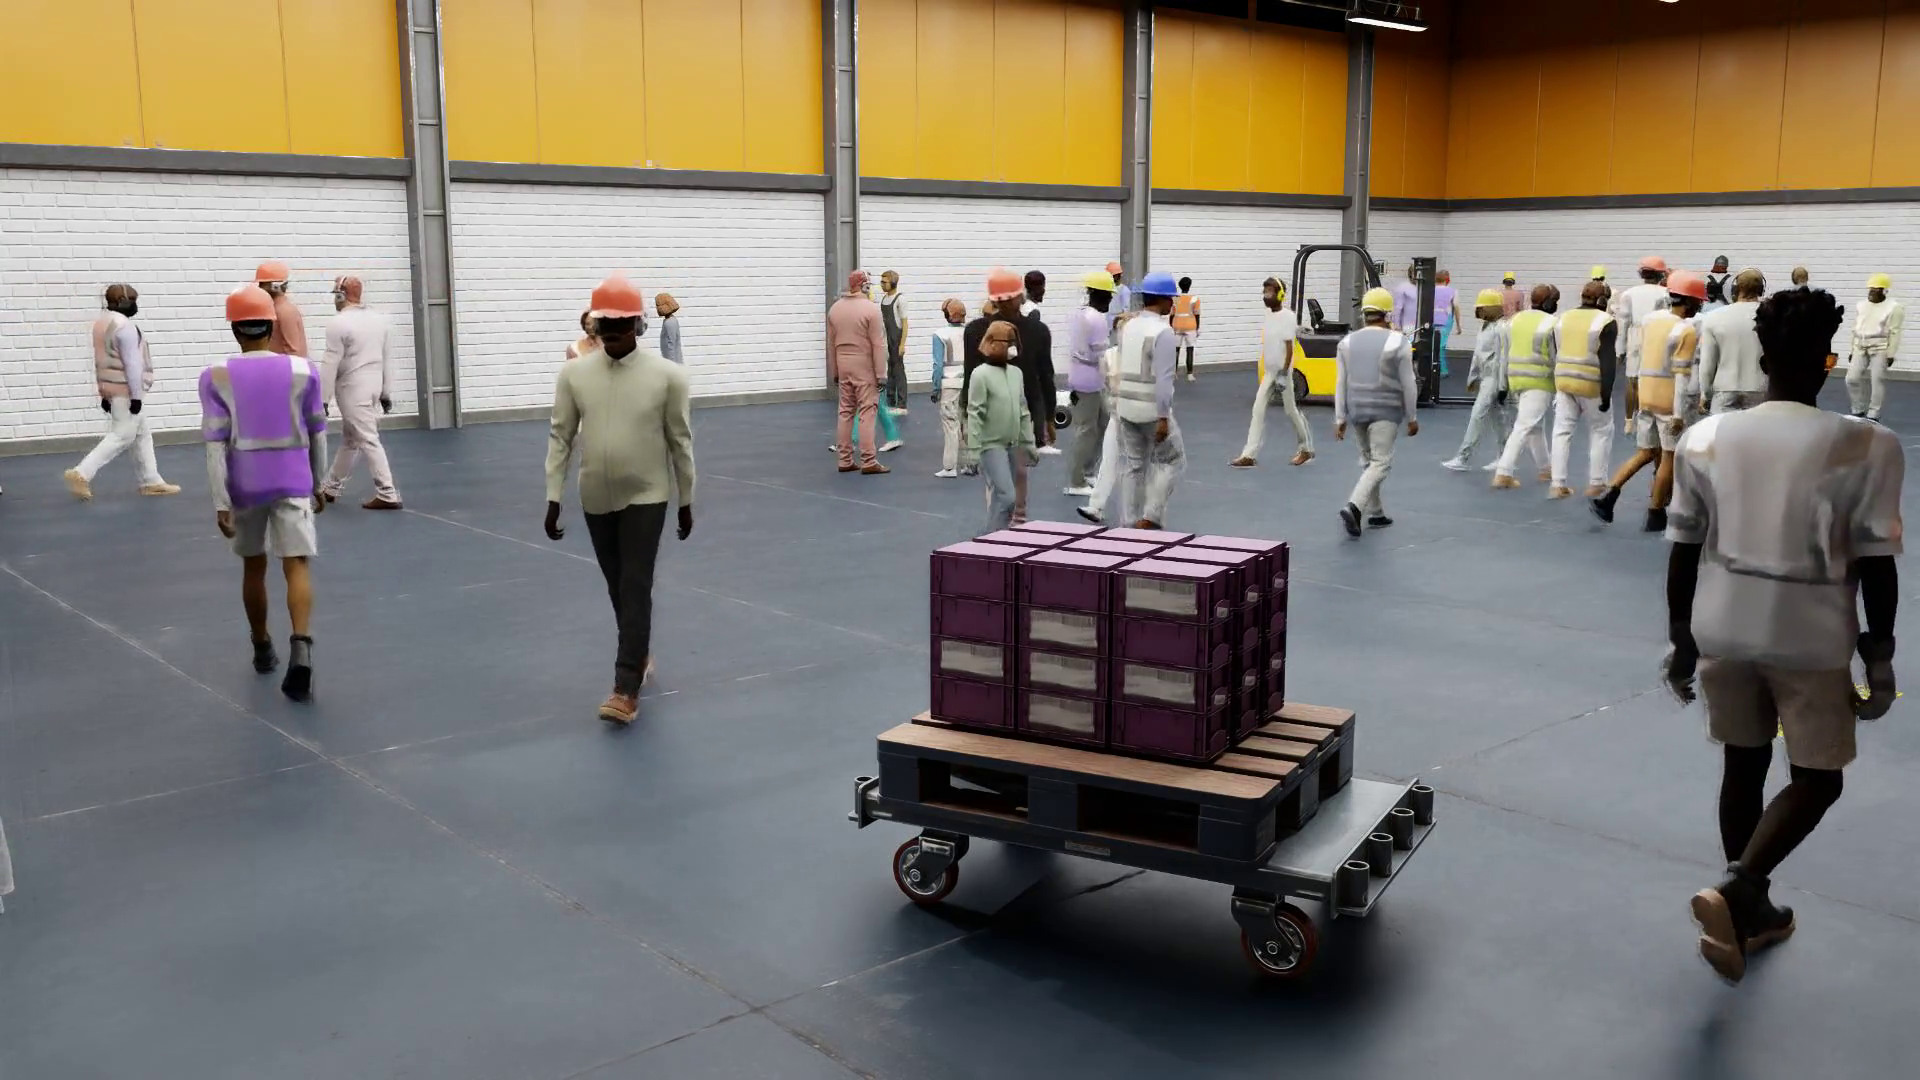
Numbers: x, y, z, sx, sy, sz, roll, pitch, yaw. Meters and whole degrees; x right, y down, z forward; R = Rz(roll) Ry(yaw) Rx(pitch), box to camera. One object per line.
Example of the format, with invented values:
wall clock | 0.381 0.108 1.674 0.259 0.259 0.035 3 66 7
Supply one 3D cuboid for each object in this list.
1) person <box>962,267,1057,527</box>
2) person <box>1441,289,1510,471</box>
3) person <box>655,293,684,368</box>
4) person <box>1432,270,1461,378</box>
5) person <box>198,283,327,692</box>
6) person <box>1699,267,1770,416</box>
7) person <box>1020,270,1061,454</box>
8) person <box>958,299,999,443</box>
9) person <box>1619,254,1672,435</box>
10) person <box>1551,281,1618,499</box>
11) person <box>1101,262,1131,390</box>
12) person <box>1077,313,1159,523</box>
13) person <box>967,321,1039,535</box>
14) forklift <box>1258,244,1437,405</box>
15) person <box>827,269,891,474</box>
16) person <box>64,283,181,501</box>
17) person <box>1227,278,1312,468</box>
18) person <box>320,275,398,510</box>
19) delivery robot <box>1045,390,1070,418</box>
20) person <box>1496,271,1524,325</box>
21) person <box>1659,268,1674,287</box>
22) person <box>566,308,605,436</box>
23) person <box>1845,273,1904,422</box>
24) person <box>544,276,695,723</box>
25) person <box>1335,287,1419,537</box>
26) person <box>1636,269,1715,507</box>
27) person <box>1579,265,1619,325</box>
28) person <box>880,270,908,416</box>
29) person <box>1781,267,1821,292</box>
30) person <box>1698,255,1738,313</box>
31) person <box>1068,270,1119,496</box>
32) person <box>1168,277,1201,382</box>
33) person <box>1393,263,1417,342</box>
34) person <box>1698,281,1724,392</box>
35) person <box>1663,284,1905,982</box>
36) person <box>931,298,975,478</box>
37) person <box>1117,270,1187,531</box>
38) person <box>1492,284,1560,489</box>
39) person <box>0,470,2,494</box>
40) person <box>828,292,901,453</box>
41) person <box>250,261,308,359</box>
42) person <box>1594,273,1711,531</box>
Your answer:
person | 0.331 -0.817 11.005 0.672 1.940 0.829 -2 10 -11
person | 4.870 -1.486 15.609 0.834 1.699 0.520 -1 10 -3
person | -3.176 -1.899 18.293 0.311 1.624 0.493 -1 10 -8
person | 7.889 -3.534 27.377 0.961 1.805 0.568 -9 13 -43
person | -3.243 -0.247 7.815 0.545 1.907 0.909 -4 11 -24
person | 5.994 -1.114 12.764 0.630 1.940 0.372 4 11 23
person | 0.607 -1.794 16.879 0.793 1.886 0.609 -3 10 -17
person | 0.265 -1.764 17.535 0.617 1.608 0.503 -4 10 -22
person | 7.733 -2.180 18.696 0.615 2.041 0.385 10 14 44
person | 5.221 -1.247 13.890 0.632 1.812 0.654 -6 12 -33
person | 2.315 -3.183 24.909 0.384 1.927 0.543 -5 11 -26
person | 1.251 -0.909 12.567 0.542 1.591 0.878 8 13 40
person | 0.306 -0.544 10.343 0.510 1.616 0.528 7 12 34
forklift | 5.256 -2.933 22.661 2.313 2.155 1.214 3 10 16
person | -0.923 -1.565 15.504 0.652 1.904 0.402 8 12 38
person | -7.024 -1.228 13.827 0.865 1.811 0.627 -10 14 -44
person | 3.046 -1.586 15.898 0.978 1.827 0.541 -6 11 -31
person | -4.930 -1.173 13.321 0.960 1.855 0.673 2 10 14
delivery robot | 0.948 -1.650 19.672 0.707 0.478 0.477 0 10 2
person | 9.278 -3.667 28.210 0.524 1.769 0.314 2 10 9
person | 9.803 -2.829 23.031 0.517 1.856 0.592 -7 12 -37
person | -2.995 -1.129 13.837 0.516 1.615 0.783 -1 10 -8
person | 10.810 -2.249 19.739 0.498 1.819 0.619 -6 11 -29
person | -1.526 -0.204 7.466 0.624 1.941 1.059 1 10 7
person | 2.980 -0.926 12.074 0.839 1.808 0.578 -9 13 -43
person | 5.811 -1.227 13.490 0.578 1.912 0.497 7 12 36
person | 9.581 -3.176 24.971 0.586 1.894 0.826 5 11 27
person | -0.856 -2.501 21.161 0.325 1.842 0.516 -7 12 -36
person | 11.878 -2.920 23.529 0.642 1.887 1.036 4 11 24
person | 13.140 -3.913 28.846 0.679 2.000 0.537 5 11 28
person | 1.140 -1.309 14.001 0.528 1.903 0.589 -1 10 -7
person | 3.625 -3.401 26.890 0.541 1.693 0.319 4 11 24
person | 6.936 -3.297 25.622 0.644 1.921 0.514 -5 11 -28
person | 10.812 -2.898 24.024 0.554 1.656 0.558 -1 10 -6
person | 2.246 0.269 4.627 0.726 1.949 0.620 -8 13 -40
person | -0.042 -1.381 15.194 0.515 1.641 0.315 -7 12 -36
person | 1.325 -0.900 11.549 0.452 1.929 0.612 -5 11 -28
person | 5.035 -1.344 14.579 0.998 1.787 0.628 -5 11 -25
person | -8.383 -1.225 13.949 0.349 1.759 0.522 5 11 28
person | -0.960 -1.716 16.978 0.904 1.696 0.535 -6 12 -33
person | -5.741 -1.337 13.963 0.525 1.994 0.635 -5 11 -26
person | 5.088 -0.994 12.173 0.696 1.903 0.581 -2 10 -14
